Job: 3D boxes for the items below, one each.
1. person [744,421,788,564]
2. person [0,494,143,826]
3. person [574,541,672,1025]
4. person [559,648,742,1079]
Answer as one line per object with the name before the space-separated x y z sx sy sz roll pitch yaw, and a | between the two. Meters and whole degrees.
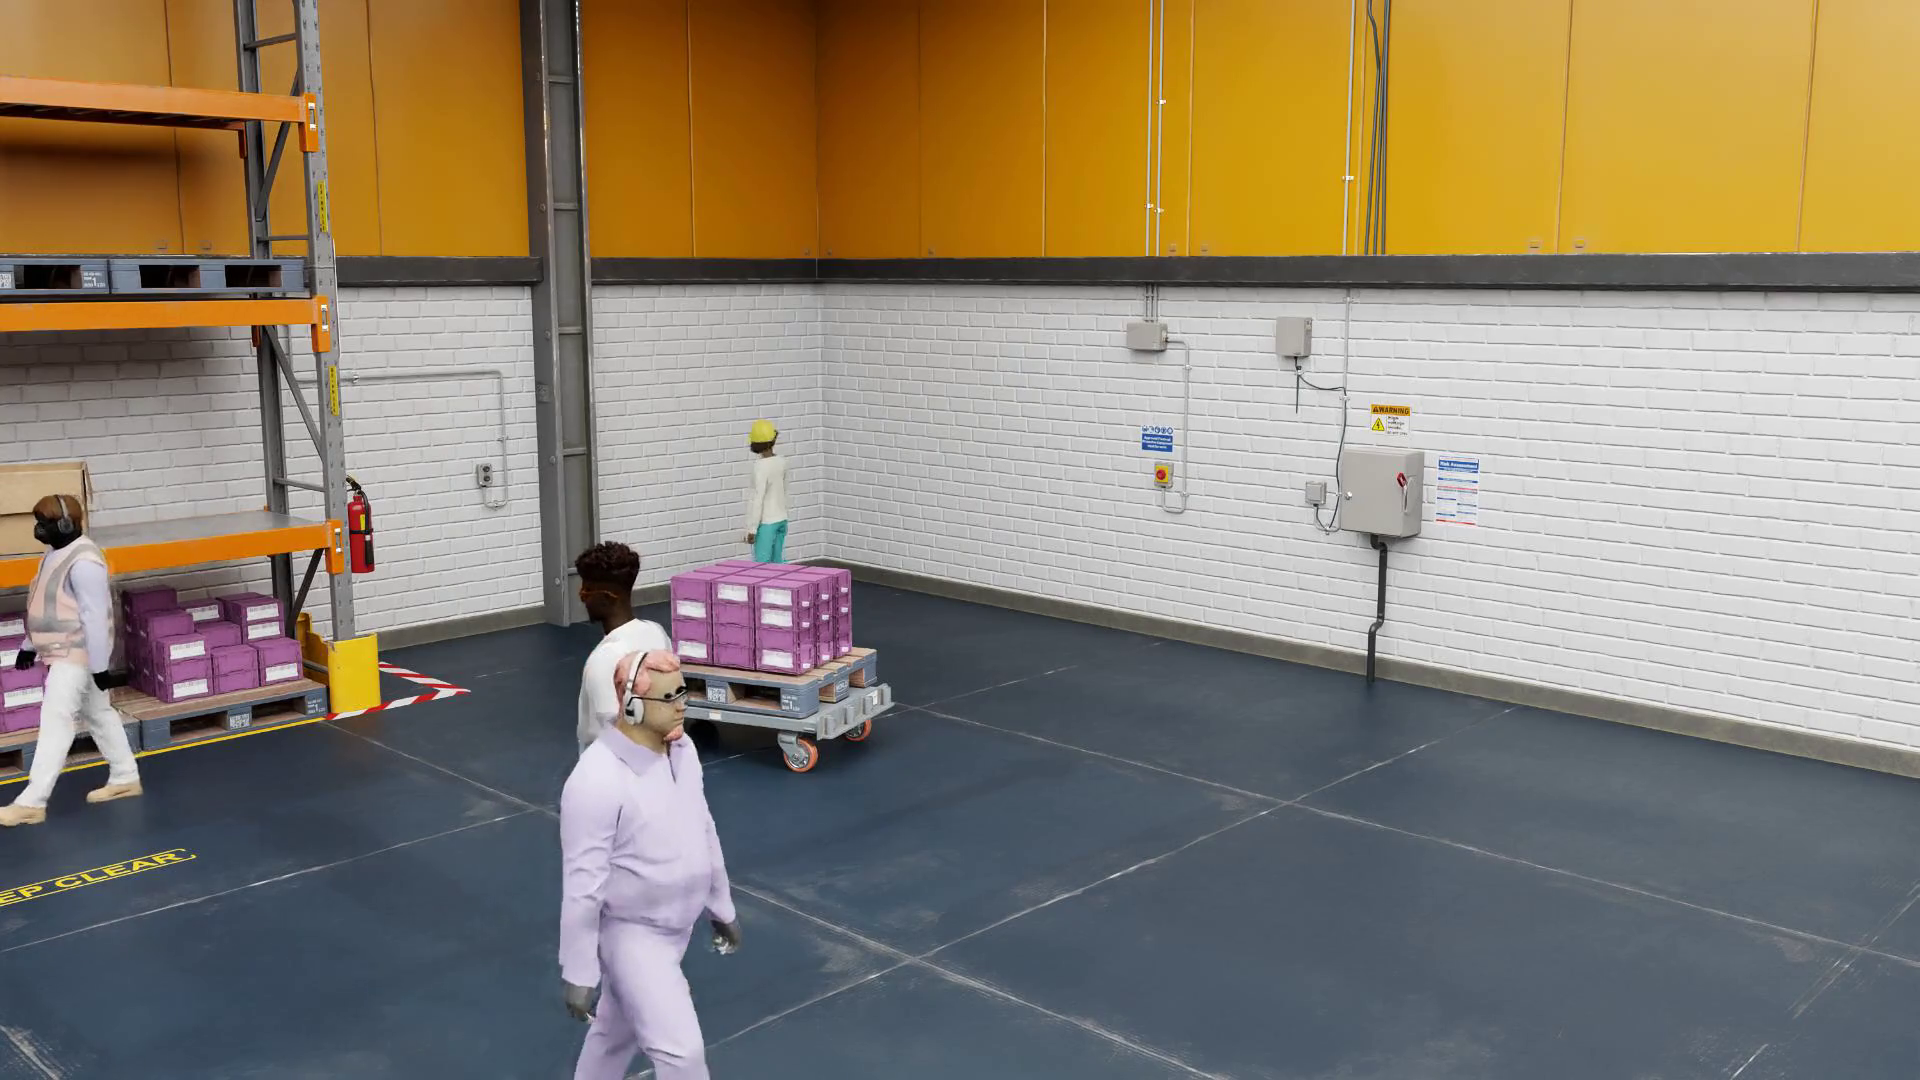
person | -1.630 -0.133 14.173 0.302 1.751 0.570 3 10 19
person | -5.006 0.642 9.244 0.740 1.819 0.630 -7 11 -36
person | -1.349 0.973 6.691 0.368 1.961 0.613 1 9 9
person | -0.938 1.251 5.314 0.984 1.849 0.671 3 10 16
